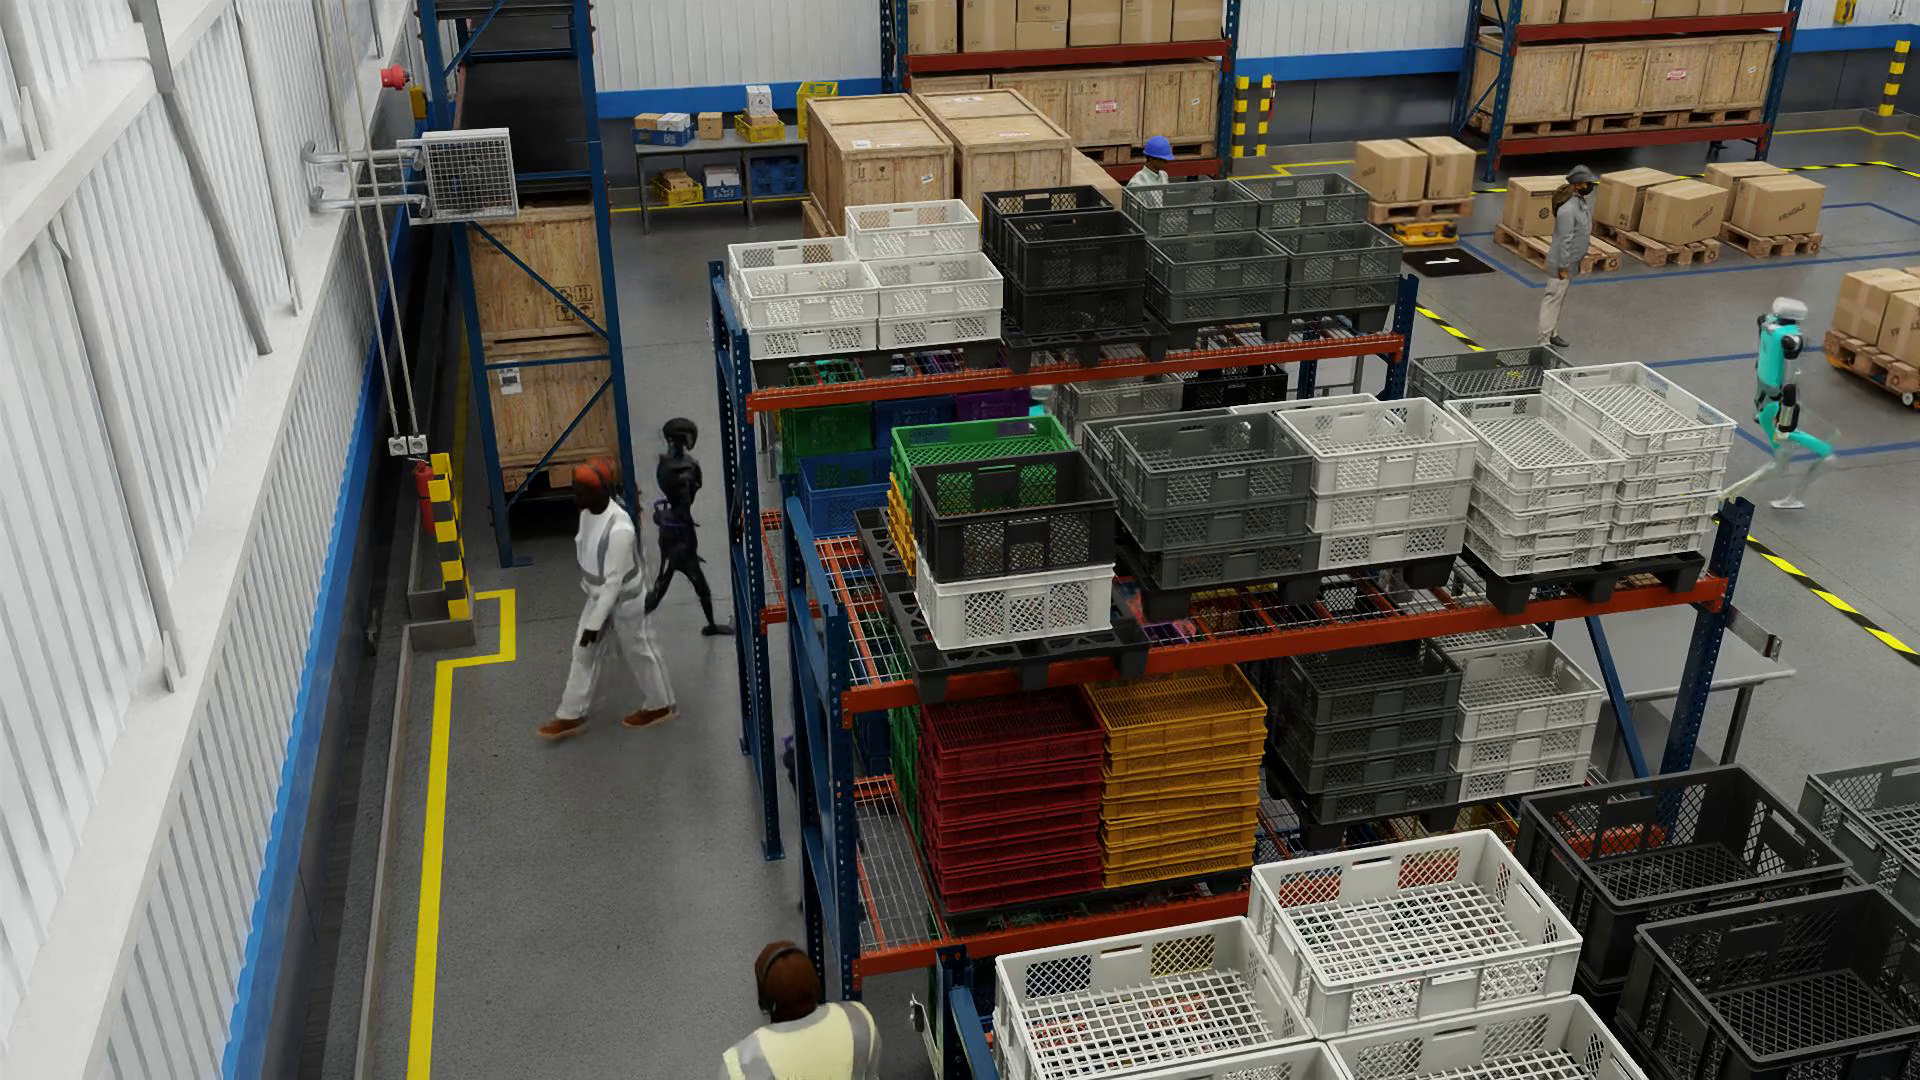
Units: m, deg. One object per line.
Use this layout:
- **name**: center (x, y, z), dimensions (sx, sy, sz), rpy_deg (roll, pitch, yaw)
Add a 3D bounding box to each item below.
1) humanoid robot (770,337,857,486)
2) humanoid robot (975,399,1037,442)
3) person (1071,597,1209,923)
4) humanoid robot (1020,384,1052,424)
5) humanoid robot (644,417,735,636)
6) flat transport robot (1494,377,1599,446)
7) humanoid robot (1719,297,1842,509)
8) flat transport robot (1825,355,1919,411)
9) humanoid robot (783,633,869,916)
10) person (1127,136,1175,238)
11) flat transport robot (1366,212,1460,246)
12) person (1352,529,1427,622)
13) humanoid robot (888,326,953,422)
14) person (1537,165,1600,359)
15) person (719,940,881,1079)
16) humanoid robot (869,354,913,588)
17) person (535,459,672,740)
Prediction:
- **humanoid robot**: center (-1.099, -0.742, 11.933), dimensions (0.796, 1.820, 0.553), rpy_deg (24, 36, 38)
- **humanoid robot**: center (0.282, -0.279, 10.856), dimensions (0.533, 1.677, 0.735), rpy_deg (7, 29, 13)
- **person**: center (0.939, 1.111, 8.099), dimensions (1.043, 1.991, 0.617), rpy_deg (-5, 28, -9)
- **humanoid robot**: center (0.711, -0.255, 10.994), dimensions (0.794, 1.805, 0.530), rpy_deg (-6, 28, -11)
- **humanoid robot**: center (-1.866, -0.036, 10.682), dimensions (0.781, 1.645, 0.599), rpy_deg (-9, 29, -17)
- **flat transport robot**: center (4.780, -1.036, 14.013), dimensions (0.659, 0.231, 1.431), rpy_deg (-6, 28, -12)
- **humanoid robot**: center (6.144, -0.945, 12.255), dimensions (0.983, 1.732, 0.537), rpy_deg (0, 28, 1)
- **flat transport robot**: center (8.477, -1.458, 14.783), dimensions (0.652, 0.197, 1.431), rpy_deg (-6, 28, -12)
- **humanoid robot**: center (-0.687, 1.171, 8.313), dimensions (0.328, 1.655, 0.590), rpy_deg (-15, 31, -27)
- **person**: center (1.772, -2.835, 15.640), dimensions (0.411, 1.939, 0.606), rpy_deg (19, 33, 31)
- **flat transport robot**: center (5.074, -3.678, 18.995), dimensions (0.652, 0.197, 1.431), rpy_deg (-6, 28, -12)
- **person**: center (2.687, 0.059, 10.257), dimensions (0.600, 1.830, 0.404), rpy_deg (-8, 29, -14)
- **humanoid robot**: center (-0.233, -0.804, 12.069), dimensions (0.605, 1.639, 0.555), rpy_deg (-16, 32, -27)
- **person**: center (5.562, -2.575, 15.321), dimensions (0.397, 1.769, 0.563), rpy_deg (14, 31, 25)
- **person**: center (-0.592, 2.260, 6.121), dimensions (0.646, 1.806, 0.646), rpy_deg (-16, 32, -27)
- **humanoid robot**: center (-0.603, -0.373, 11.294), dimensions (0.749, 1.883, 0.539), rpy_deg (8, 29, 15)
- **person**: center (-2.099, 0.390, 9.618), dimensions (0.895, 1.843, 0.579), rpy_deg (-21, 34, -34)
